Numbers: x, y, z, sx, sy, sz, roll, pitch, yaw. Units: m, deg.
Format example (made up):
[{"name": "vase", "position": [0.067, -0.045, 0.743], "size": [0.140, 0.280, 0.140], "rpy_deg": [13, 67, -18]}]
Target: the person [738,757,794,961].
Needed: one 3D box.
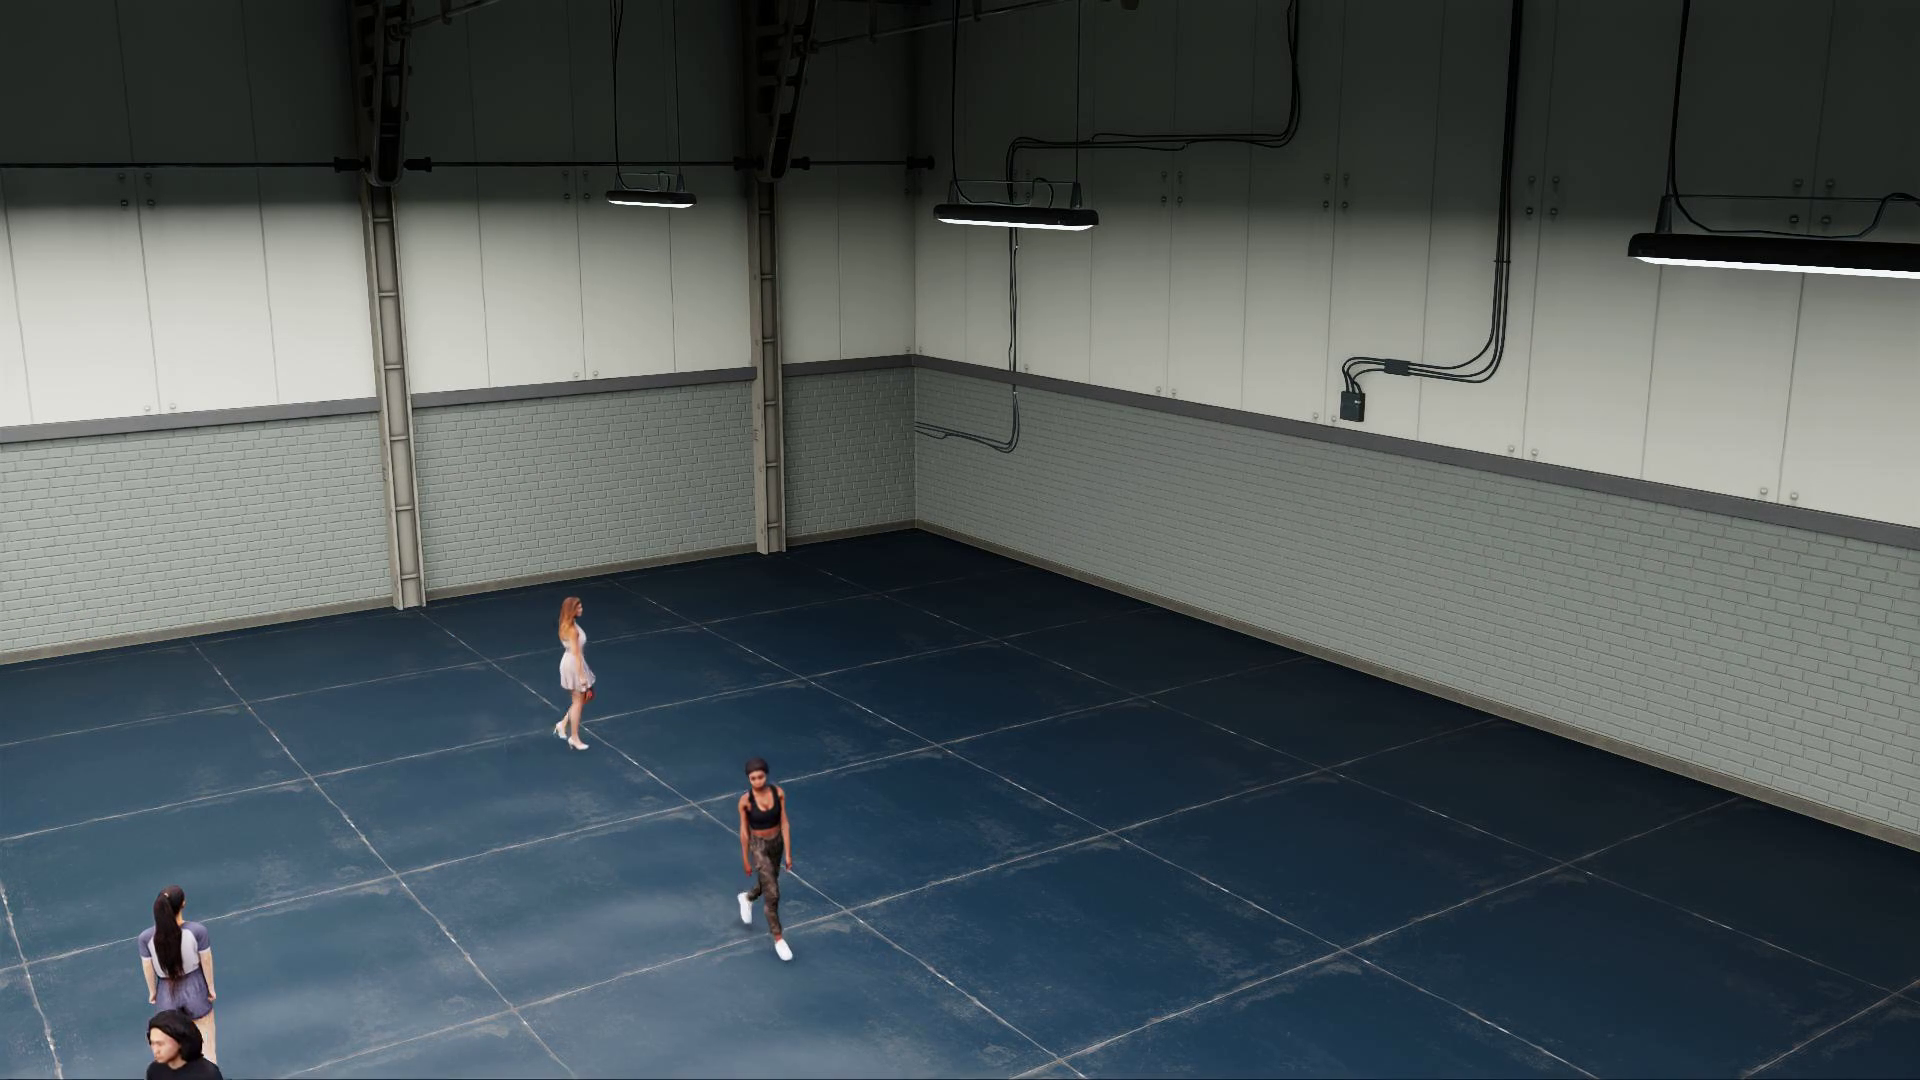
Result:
[{"name": "person", "position": [-1.638, 2.559, 13.731], "size": [1.065, 1.666, 0.671], "rpy_deg": [-8, 16, -33]}]

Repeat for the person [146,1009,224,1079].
[{"name": "person", "position": [-4.309, 3.460, 9.498], "size": [0.791, 1.821, 0.840], "rpy_deg": [4, 14, 15]}]

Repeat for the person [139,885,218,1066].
[{"name": "person", "position": [-5.293, 3.123, 11.331], "size": [0.570, 1.650, 0.716], "rpy_deg": [-4, 14, -15]}]

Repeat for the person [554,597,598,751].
[{"name": "person", "position": [-4.298, 1.481, 18.189], "size": [0.819, 1.756, 0.719], "rpy_deg": [-3, 13, -12]}]
